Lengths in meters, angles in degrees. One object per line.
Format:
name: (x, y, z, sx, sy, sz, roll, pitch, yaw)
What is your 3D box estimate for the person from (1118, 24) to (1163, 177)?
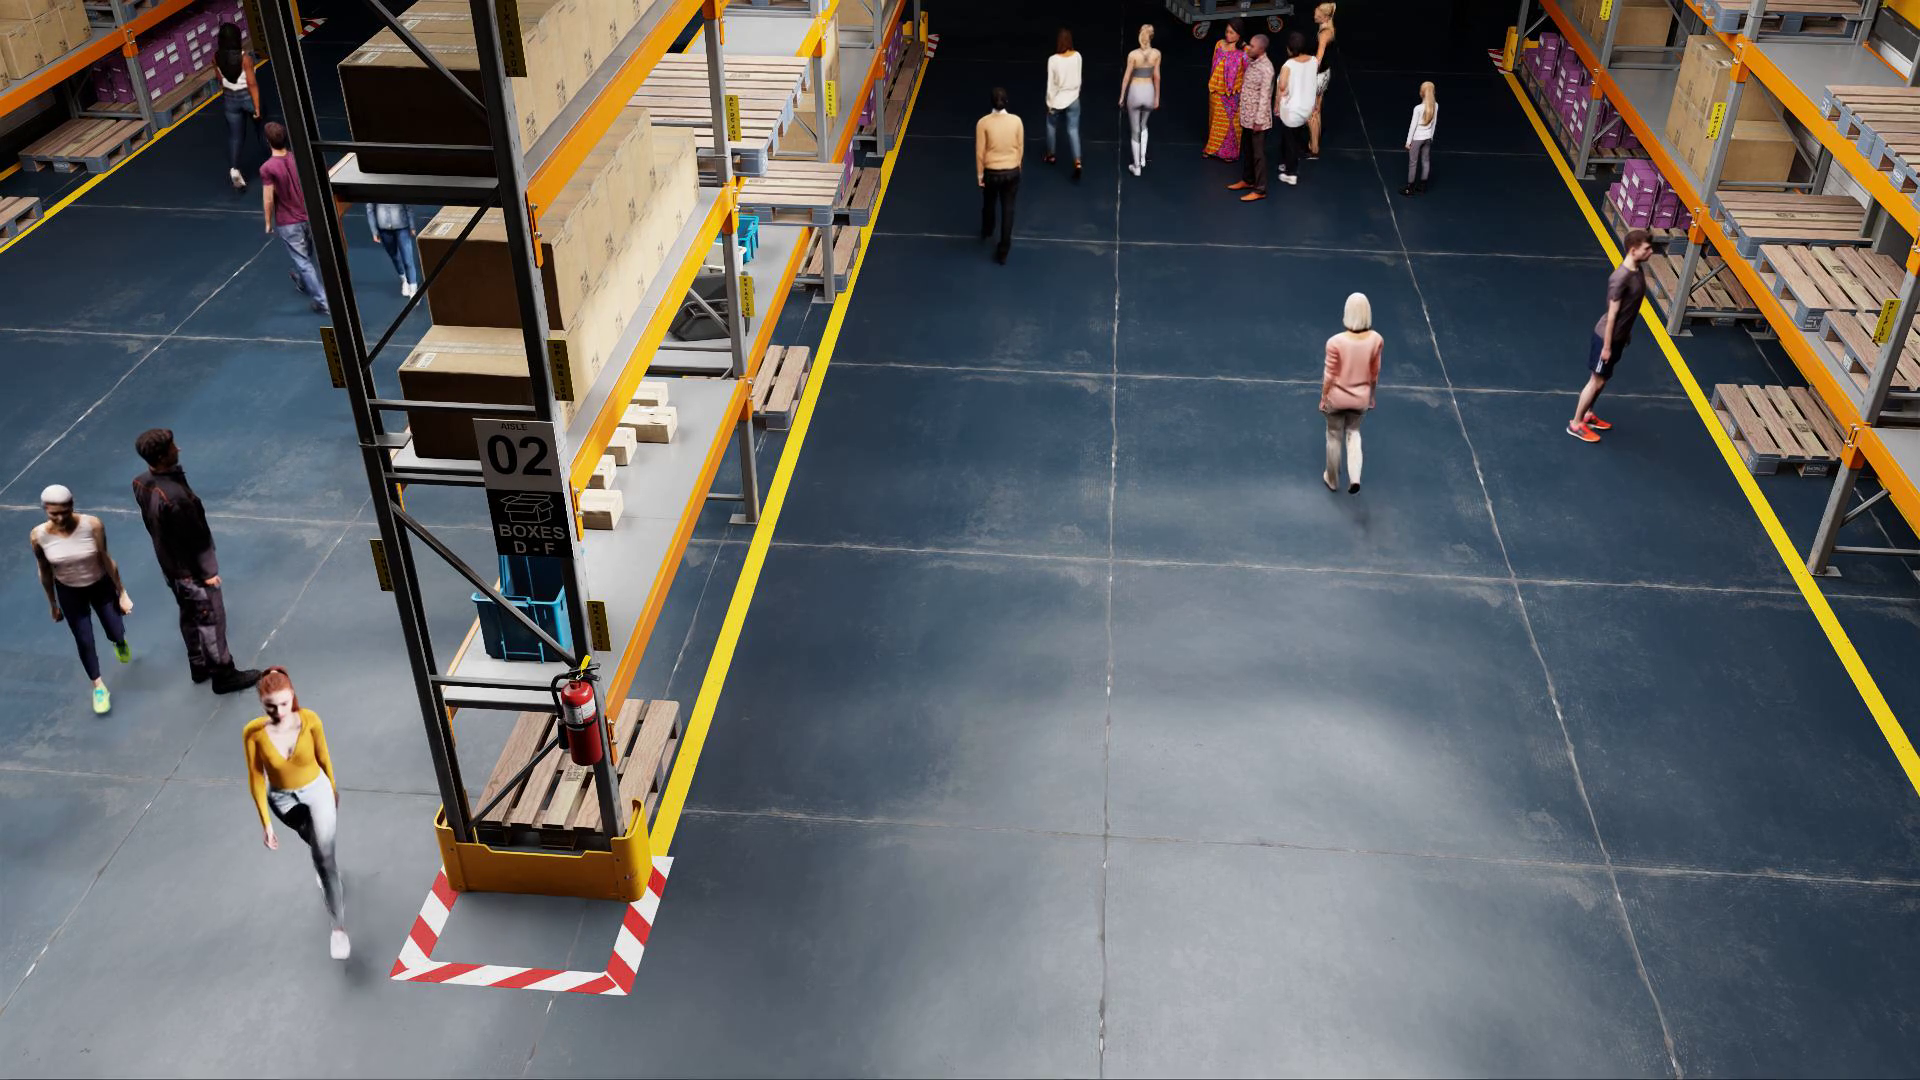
person: (2.068, -4.931, 18.751, 0.666, 1.688, 0.689, -9, 35, -13)

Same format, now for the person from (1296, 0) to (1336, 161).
person: (4.133, -5.351, 19.255, 0.776, 1.830, 0.620, 24, 40, 31)

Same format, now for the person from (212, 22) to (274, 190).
person: (-8.002, -4.787, 18.458, 0.680, 1.773, 1.168, 0, 34, 0)

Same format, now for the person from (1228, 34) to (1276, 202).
person: (3.249, -4.641, 18.213, 0.806, 1.801, 0.648, -8, 34, -11)

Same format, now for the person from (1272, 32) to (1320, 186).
person: (3.767, -4.792, 18.556, 0.816, 1.672, 0.873, -22, 39, -29)

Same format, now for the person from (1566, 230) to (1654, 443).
person: (5.385, -1.696, 13.741, 0.786, 1.847, 0.674, 23, 40, 30)

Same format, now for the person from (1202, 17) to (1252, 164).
person: (3.095, -5.219, 19.182, 0.765, 1.690, 0.803, 20, 39, 28)

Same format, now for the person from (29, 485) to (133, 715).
person: (-5.680, 0.309, 10.870, 0.848, 1.686, 0.956, -11, 35, -15)

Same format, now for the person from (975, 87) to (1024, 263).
person: (0.423, -3.661, 16.822, 0.756, 1.708, 1.160, -2, 34, -3)

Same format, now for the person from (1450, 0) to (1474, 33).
person: (7.210, -8.087, 23.465, 0.764, 1.727, 0.832, -26, 42, -34)

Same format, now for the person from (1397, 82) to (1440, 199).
person: (5.099, -4.427, 18.364, 0.569, 1.279, 0.602, -12, 35, -17)

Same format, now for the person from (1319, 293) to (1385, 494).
person: (3.044, -1.080, 12.933, 0.707, 1.717, 0.849, -4, 34, -7)

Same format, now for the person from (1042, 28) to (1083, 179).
person: (1.213, -4.893, 18.736, 0.883, 1.641, 1.156, -9, 35, -14)

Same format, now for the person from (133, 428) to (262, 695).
person: (-5.072, 0.132, 10.903, 0.793, 1.945, 0.809, 24, 41, 32)

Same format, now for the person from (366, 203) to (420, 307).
person: (-5.494, -3.045, 16.123, 0.713, 1.456, 0.944, -6, 34, -9)

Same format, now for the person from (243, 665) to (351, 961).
person: (-3.668, 1.404, 9.230, 0.921, 1.679, 1.274, -10, 35, -15)

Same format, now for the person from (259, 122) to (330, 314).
person: (-6.236, -3.009, 15.742, 1.089, 1.819, 1.114, 23, 40, 31)
